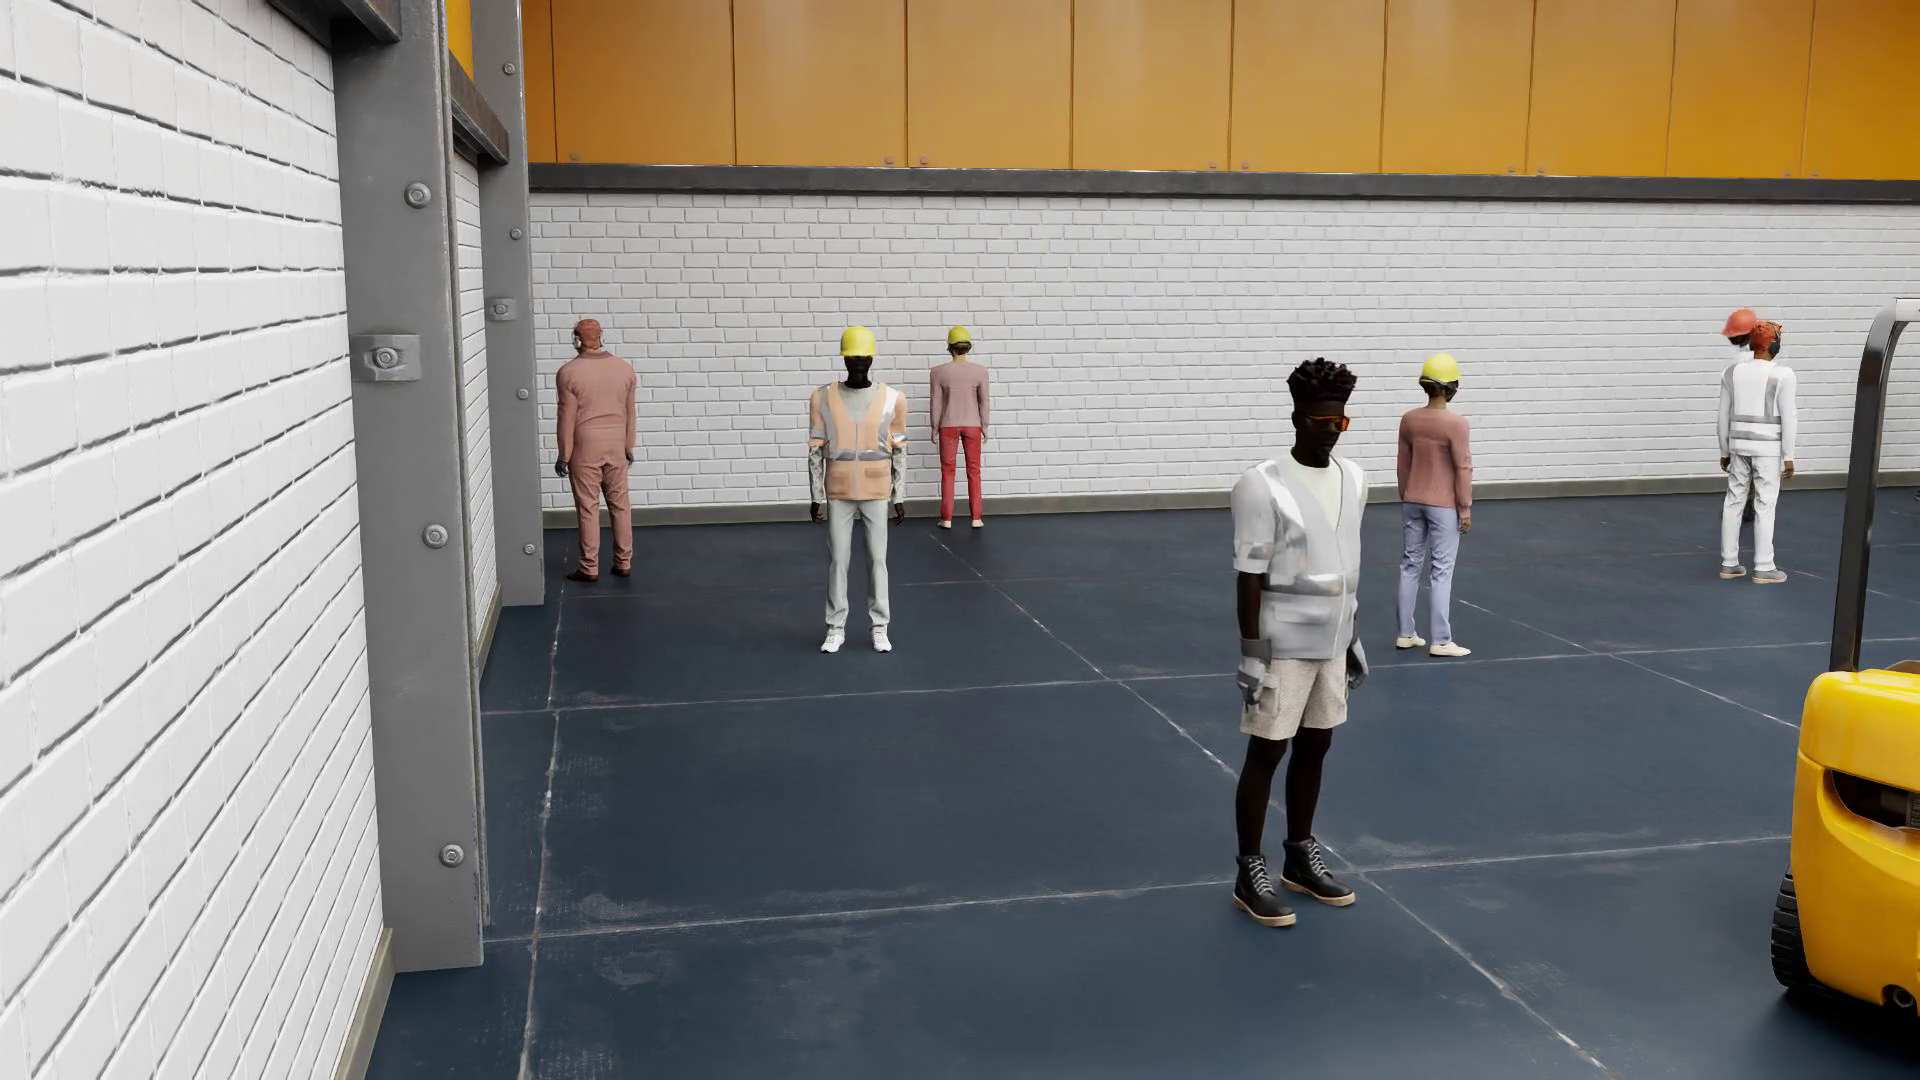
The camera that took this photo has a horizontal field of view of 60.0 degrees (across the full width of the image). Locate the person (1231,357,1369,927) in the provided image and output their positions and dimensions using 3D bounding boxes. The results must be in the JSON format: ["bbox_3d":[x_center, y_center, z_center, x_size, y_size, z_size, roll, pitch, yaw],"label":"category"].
[{"bbox_3d":[1.196,0.345,5.802,0.610,1.963,0.365,-7,11,-36],"label":"person"}]

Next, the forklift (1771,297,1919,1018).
[{"bbox_3d":[3.542,0.334,5.177,2.313,2.155,1.214,-9,13,-43],"label":"forklift"}]

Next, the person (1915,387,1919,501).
[{"bbox_3d":[9.516,-1.282,16.121,0.404,1.835,0.586,6,11,34],"label":"person"}]

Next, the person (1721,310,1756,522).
[{"bbox_3d":[7.024,-1.106,14.898,0.368,1.891,0.671,9,13,43],"label":"person"}]

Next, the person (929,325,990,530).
[{"bbox_3d":[-0.003,-0.967,14.399,0.527,1.771,0.302,-1,9,-5],"label":"person"}]

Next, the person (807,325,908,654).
[{"bbox_3d":[-0.600,-0.292,9.793,0.587,1.930,0.359,0,9,-2],"label":"person"}]

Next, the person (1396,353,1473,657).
[{"bbox_3d":[2.777,-0.201,9.726,0.306,1.772,0.527,-6,11,-33],"label":"person"}]

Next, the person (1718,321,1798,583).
[{"bbox_3d":[5.750,-0.630,12.001,0.356,1.883,0.572,-6,11,-34],"label":"person"}]

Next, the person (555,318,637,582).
[{"bbox_3d":[-2.647,-0.645,12.044,0.636,1.901,0.405,-8,12,-41],"label":"person"}]
